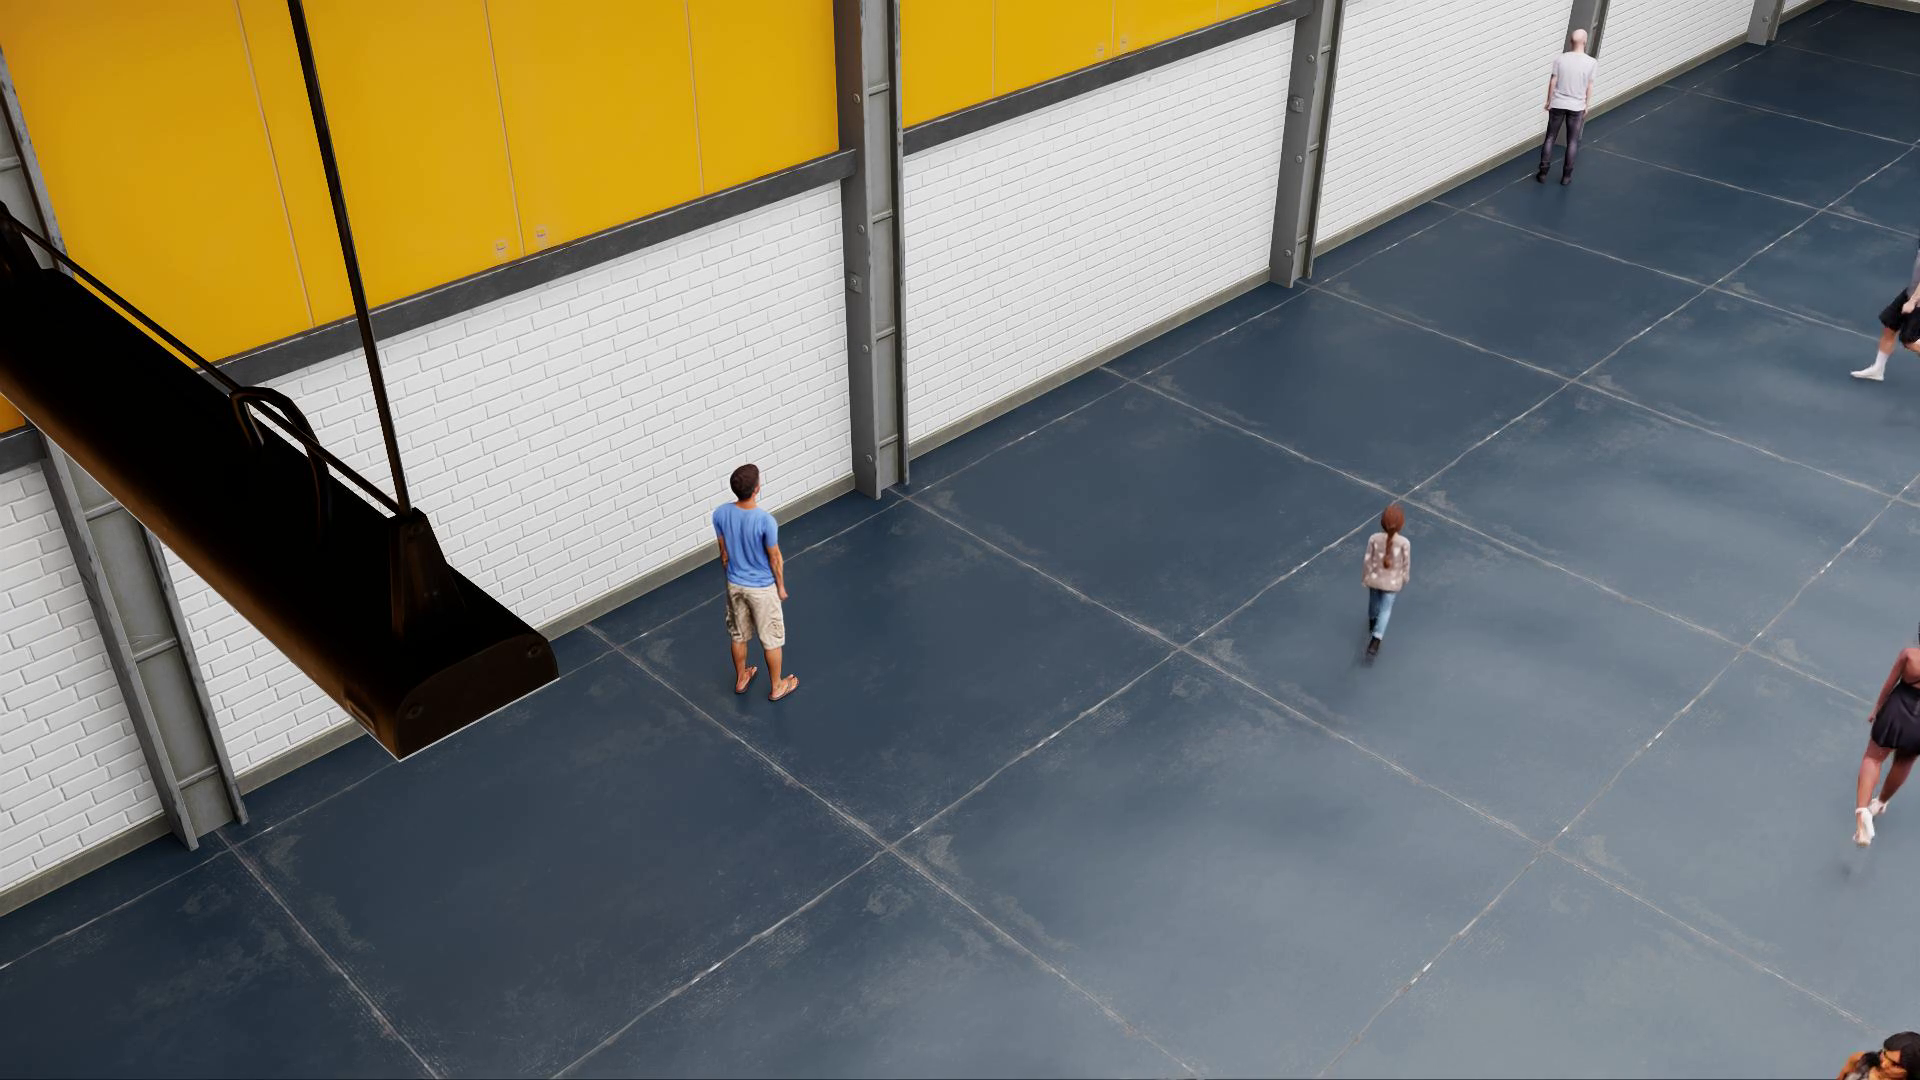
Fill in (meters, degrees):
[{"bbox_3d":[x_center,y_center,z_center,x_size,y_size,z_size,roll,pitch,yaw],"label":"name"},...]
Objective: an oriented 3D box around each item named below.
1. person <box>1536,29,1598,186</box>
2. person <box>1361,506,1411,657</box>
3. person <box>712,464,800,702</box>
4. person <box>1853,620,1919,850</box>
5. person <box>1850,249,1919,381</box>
[{"bbox_3d":[7.232,-5.160,19.828,0.746,1.832,0.736,12,36,18],"label":"person"},{"bbox_3d":[3.110,0.307,12.193,0.648,1.179,0.881,15,37,22],"label":"person"},{"bbox_3d":[-1.447,0.298,11.588,0.723,1.864,0.706,11,35,17],"label":"person"},{"bbox_3d":[5.862,1.199,10.320,0.710,1.768,1.017,19,38,26],"label":"person"},{"bbox_3d":[8.995,-2.213,15.388,1.034,1.839,1.111,10,35,15],"label":"person"}]
